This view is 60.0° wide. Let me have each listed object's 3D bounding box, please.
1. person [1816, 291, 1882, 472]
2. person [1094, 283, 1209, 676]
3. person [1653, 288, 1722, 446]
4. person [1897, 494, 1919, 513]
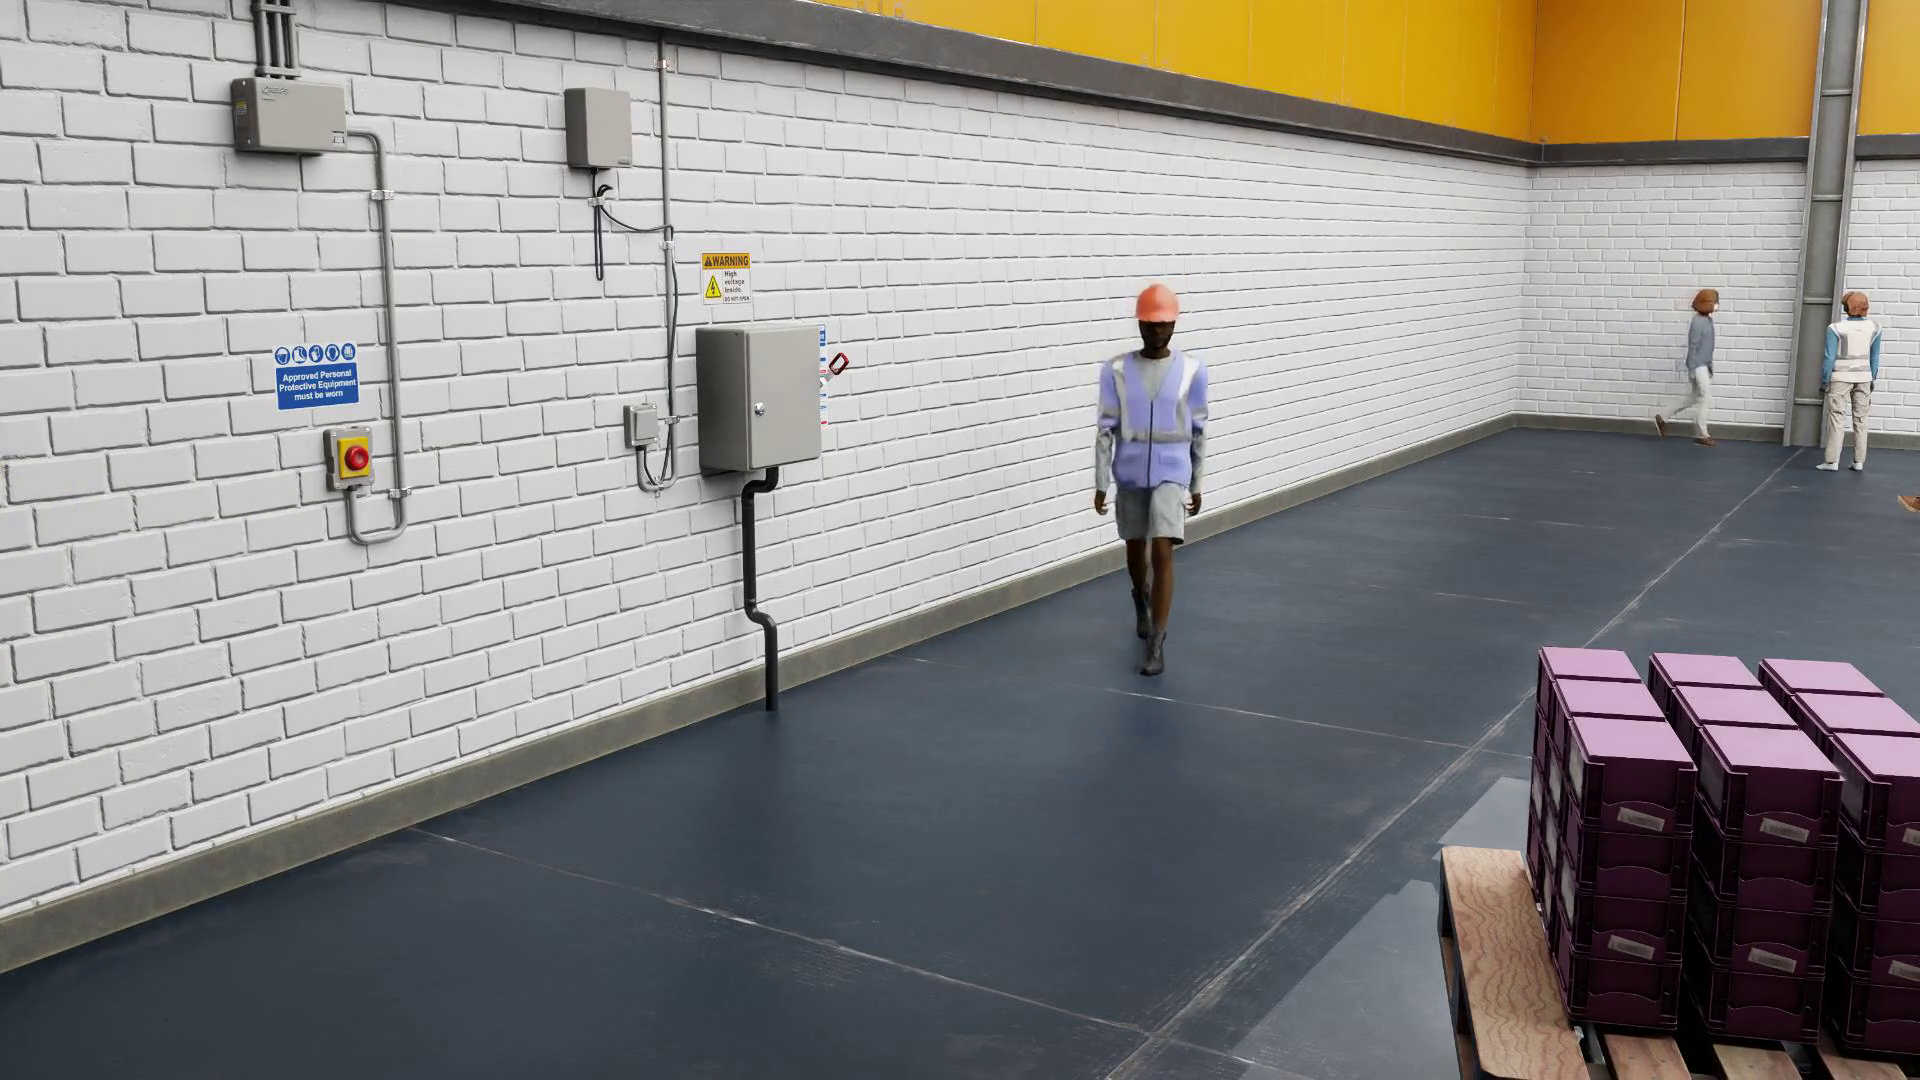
[{"bbox_3d":[8.074,-1.429,15.098,0.513,1.641,0.307,0,10,-2],"label":"person"},{"bbox_3d":[0.969,-0.344,8.398,0.552,1.905,0.980,2,10,11],"label":"person"},{"bbox_3d":[7.547,-1.786,17.139,0.649,1.614,0.502,7,12,34],"label":"person"},{"bbox_3d":[7.604,-1.022,12.304,1.002,1.826,0.600,6,12,28],"label":"person"}]
